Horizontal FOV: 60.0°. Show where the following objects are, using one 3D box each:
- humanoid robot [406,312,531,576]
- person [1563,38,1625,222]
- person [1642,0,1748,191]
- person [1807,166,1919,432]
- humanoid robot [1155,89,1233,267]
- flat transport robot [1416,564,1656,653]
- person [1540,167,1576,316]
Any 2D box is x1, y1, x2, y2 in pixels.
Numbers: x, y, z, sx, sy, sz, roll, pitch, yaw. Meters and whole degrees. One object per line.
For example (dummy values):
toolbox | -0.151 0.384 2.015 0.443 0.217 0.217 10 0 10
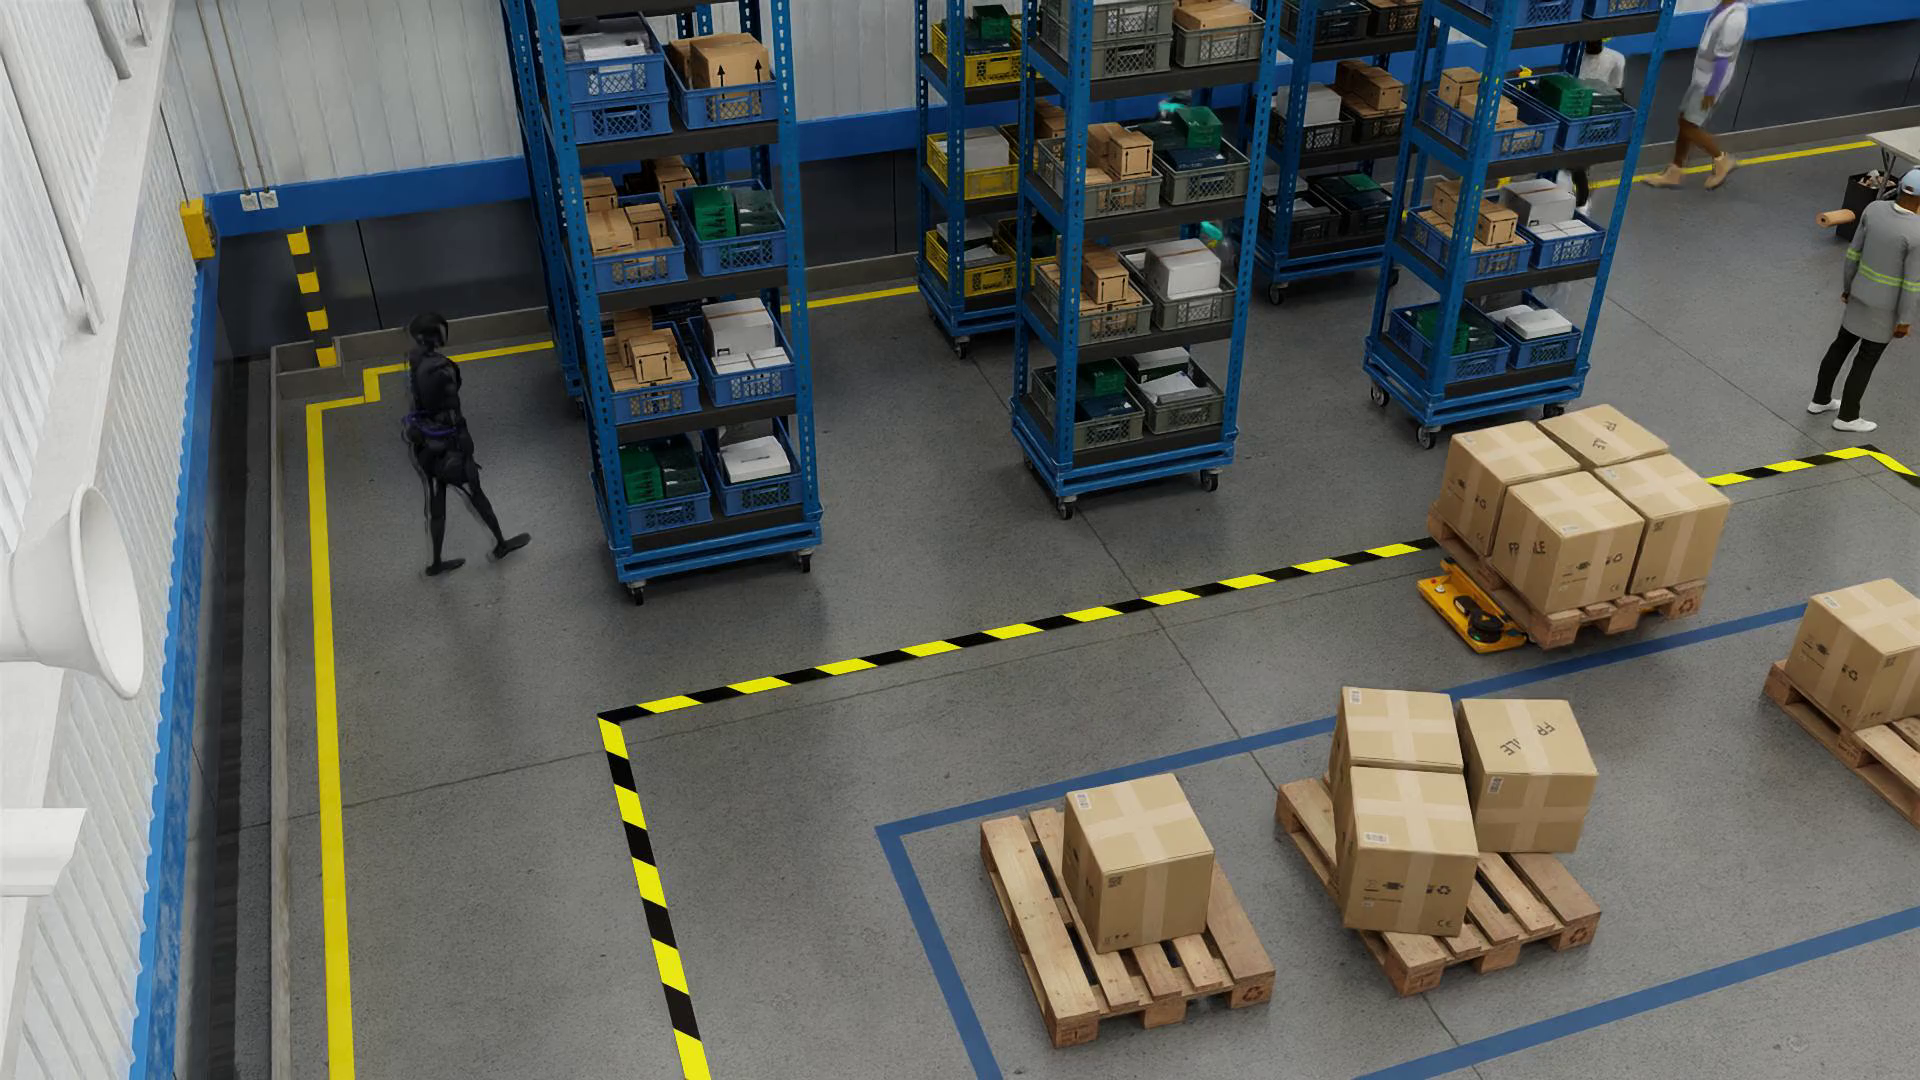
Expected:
humanoid robot | -2.959 -0.579 9.674 0.697 1.636 0.595 -29 44 -34
person | 5.026 -3.346 13.427 0.565 1.844 0.426 30 45 35
person | 6.355 -3.901 14.058 0.620 2.029 0.629 6 36 8
person | 6.038 -1.582 10.924 0.359 1.851 0.596 -10 36 -13
humanoid robot | 1.769 -2.551 12.423 1.055 1.746 0.559 17 39 22
flat transport robot | 3.459 0.258 9.666 1.431 0.197 0.652 -11 37 -15
person | 4.238 -2.147 11.842 0.745 1.716 0.499 -3 35 -5
